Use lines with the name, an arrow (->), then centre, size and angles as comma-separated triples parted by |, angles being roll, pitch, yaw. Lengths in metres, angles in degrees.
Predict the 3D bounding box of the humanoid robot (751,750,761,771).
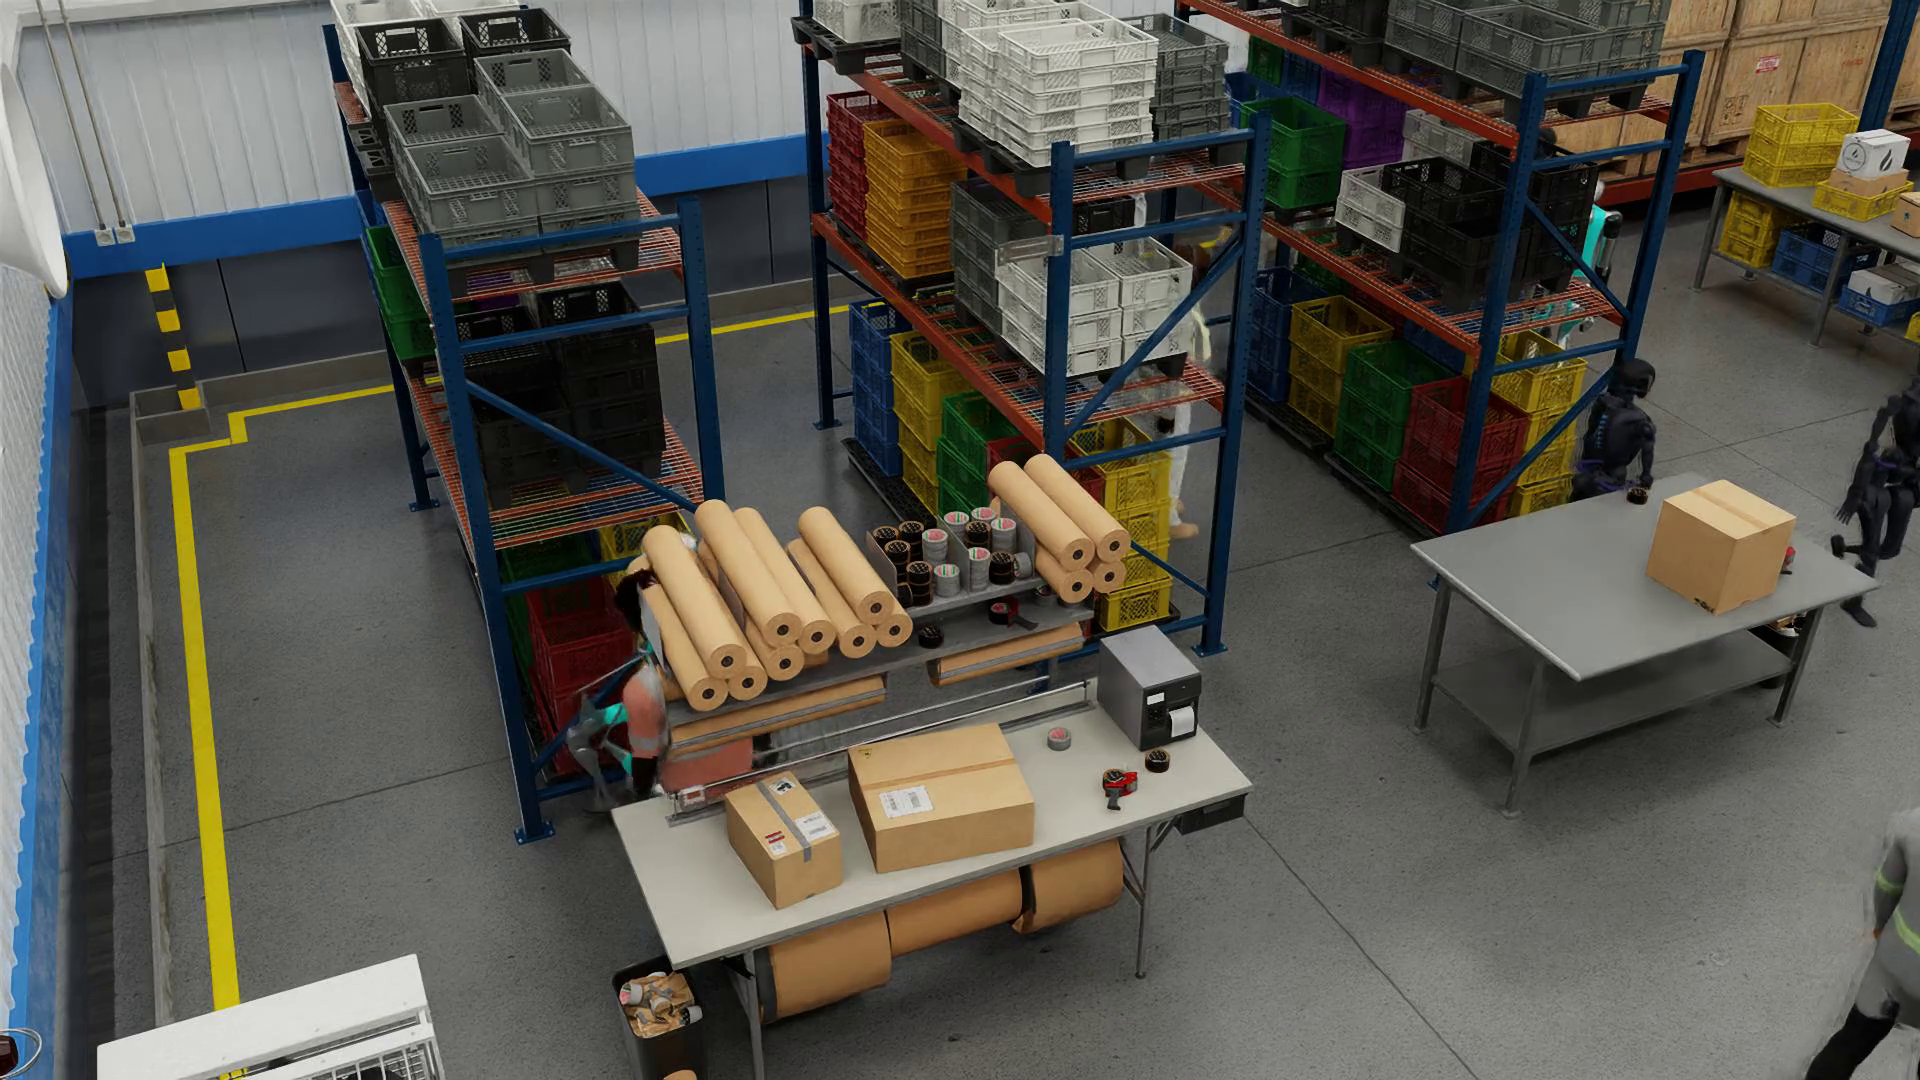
humanoid robot -> -1.006, 0.840, 7.266 | 0.325, 1.637, 0.615 | -7, 32, -11

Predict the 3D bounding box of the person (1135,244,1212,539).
person -> 1.267, -0.893, 9.939 | 0.436, 1.830, 0.633 | 0, 32, 1

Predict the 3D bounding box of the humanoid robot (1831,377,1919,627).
humanoid robot -> 5.132, -0.357, 9.221 | 0.592, 1.631, 0.619 | -6, 32, -9

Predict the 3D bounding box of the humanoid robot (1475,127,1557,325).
humanoid robot -> 4.140, -2.288, 12.398 | 0.601, 1.631, 0.783 | -20, 37, -29

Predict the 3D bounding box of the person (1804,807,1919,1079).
person -> 3.518, 1.536, 6.011 | 0.961, 1.797, 0.609 | -13, 34, -21

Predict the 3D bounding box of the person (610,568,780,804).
person -> -1.074, 0.934, 6.881 | 0.454, 1.927, 0.672 | 22, 38, 32

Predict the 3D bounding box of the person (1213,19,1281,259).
person -> 2.459, -3.226, 13.551 | 0.628, 2.008, 0.869 | 26, 40, 36

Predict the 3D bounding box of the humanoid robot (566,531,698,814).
humanoid robot -> -1.495, 0.712, 7.430 | 1.012, 1.746, 0.565 | 2, 32, 3

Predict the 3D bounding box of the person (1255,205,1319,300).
person -> 2.521, -2.688, 12.855 | 0.591, 1.826, 0.404 | -3, 32, -5

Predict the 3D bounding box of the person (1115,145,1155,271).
person -> 1.395, -3.069, 13.417 | 0.357, 1.881, 0.573 | 5, 32, 8

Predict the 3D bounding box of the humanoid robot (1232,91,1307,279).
humanoid robot -> 2.563, -2.933, 13.337 | 0.678, 1.793, 0.547 | -17, 36, -26

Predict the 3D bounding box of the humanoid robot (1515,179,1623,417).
humanoid robot -> 4.041, -1.673, 11.214 | 0.531, 1.717, 0.719 | 8, 32, 12

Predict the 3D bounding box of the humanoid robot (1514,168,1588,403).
humanoid robot -> 4.009, -1.791, 11.527 | 0.443, 1.638, 0.614 | 11, 33, 17

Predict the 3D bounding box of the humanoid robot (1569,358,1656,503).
humanoid robot -> 3.459, -0.208, 9.013 | 0.707, 1.655, 0.583 | -10, 33, -15

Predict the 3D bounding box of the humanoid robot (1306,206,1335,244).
humanoid robot -> 3.033, -3.244, 13.711 | 0.533, 1.677, 0.735 | 24, 39, 34
